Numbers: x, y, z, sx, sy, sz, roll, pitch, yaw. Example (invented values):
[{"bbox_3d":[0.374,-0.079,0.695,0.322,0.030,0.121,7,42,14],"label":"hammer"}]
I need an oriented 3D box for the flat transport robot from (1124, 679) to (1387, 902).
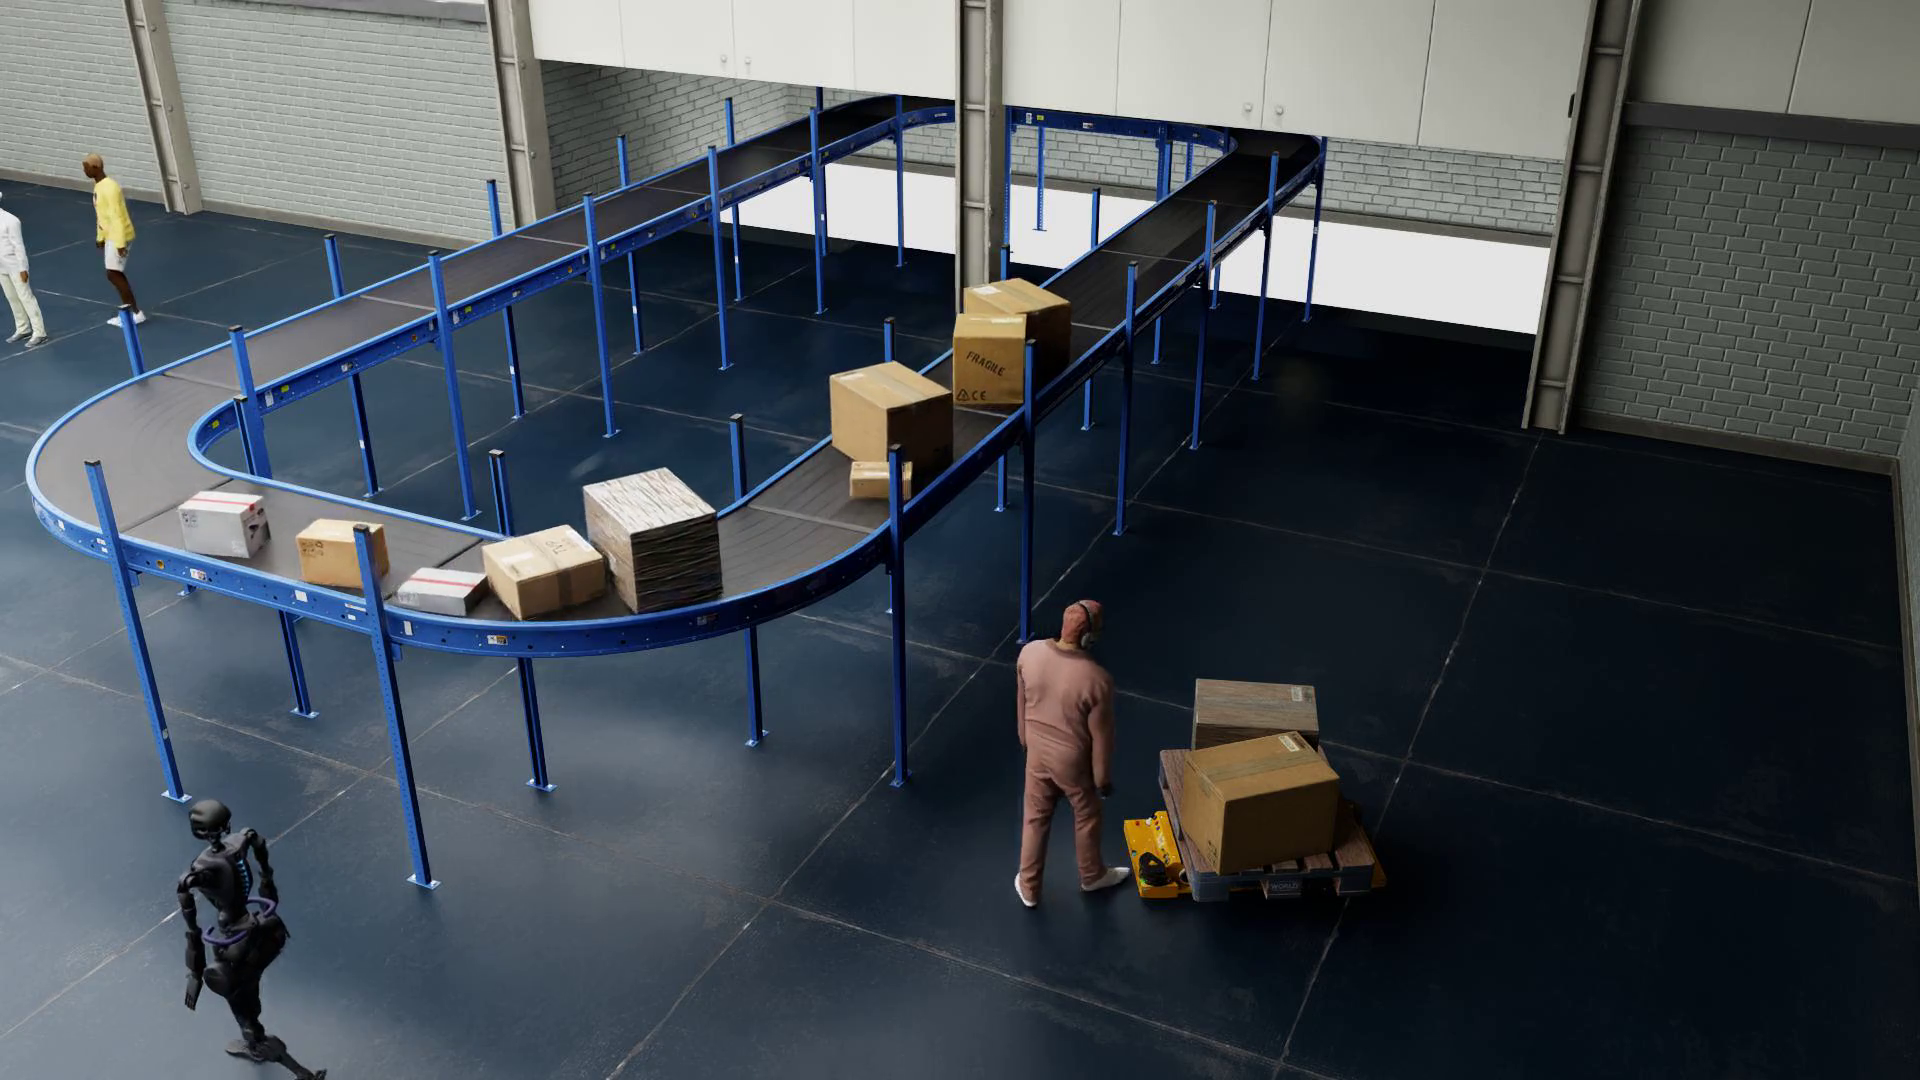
[{"bbox_3d":[1.728,1.823,9.803,1.431,0.231,0.659,-2,26,-3],"label":"flat transport robot"}]

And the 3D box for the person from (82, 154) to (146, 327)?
[{"bbox_3d":[-9.314,-3.295,18.292,0.461,1.889,0.563,-17,31,-31],"label":"person"}]

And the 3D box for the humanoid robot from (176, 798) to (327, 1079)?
[{"bbox_3d":[-3.419,1.962,7.997,0.738,1.653,0.608,10,28,18],"label":"humanoid robot"}]

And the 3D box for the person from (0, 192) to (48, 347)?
[{"bbox_3d":[-10.154,-2.927,17.715,0.565,1.743,0.349,12,29,23],"label":"person"}]

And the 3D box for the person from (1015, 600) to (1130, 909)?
[{"bbox_3d":[0.602,1.189,9.283,0.661,1.873,0.647,20,33,34],"label":"person"}]
